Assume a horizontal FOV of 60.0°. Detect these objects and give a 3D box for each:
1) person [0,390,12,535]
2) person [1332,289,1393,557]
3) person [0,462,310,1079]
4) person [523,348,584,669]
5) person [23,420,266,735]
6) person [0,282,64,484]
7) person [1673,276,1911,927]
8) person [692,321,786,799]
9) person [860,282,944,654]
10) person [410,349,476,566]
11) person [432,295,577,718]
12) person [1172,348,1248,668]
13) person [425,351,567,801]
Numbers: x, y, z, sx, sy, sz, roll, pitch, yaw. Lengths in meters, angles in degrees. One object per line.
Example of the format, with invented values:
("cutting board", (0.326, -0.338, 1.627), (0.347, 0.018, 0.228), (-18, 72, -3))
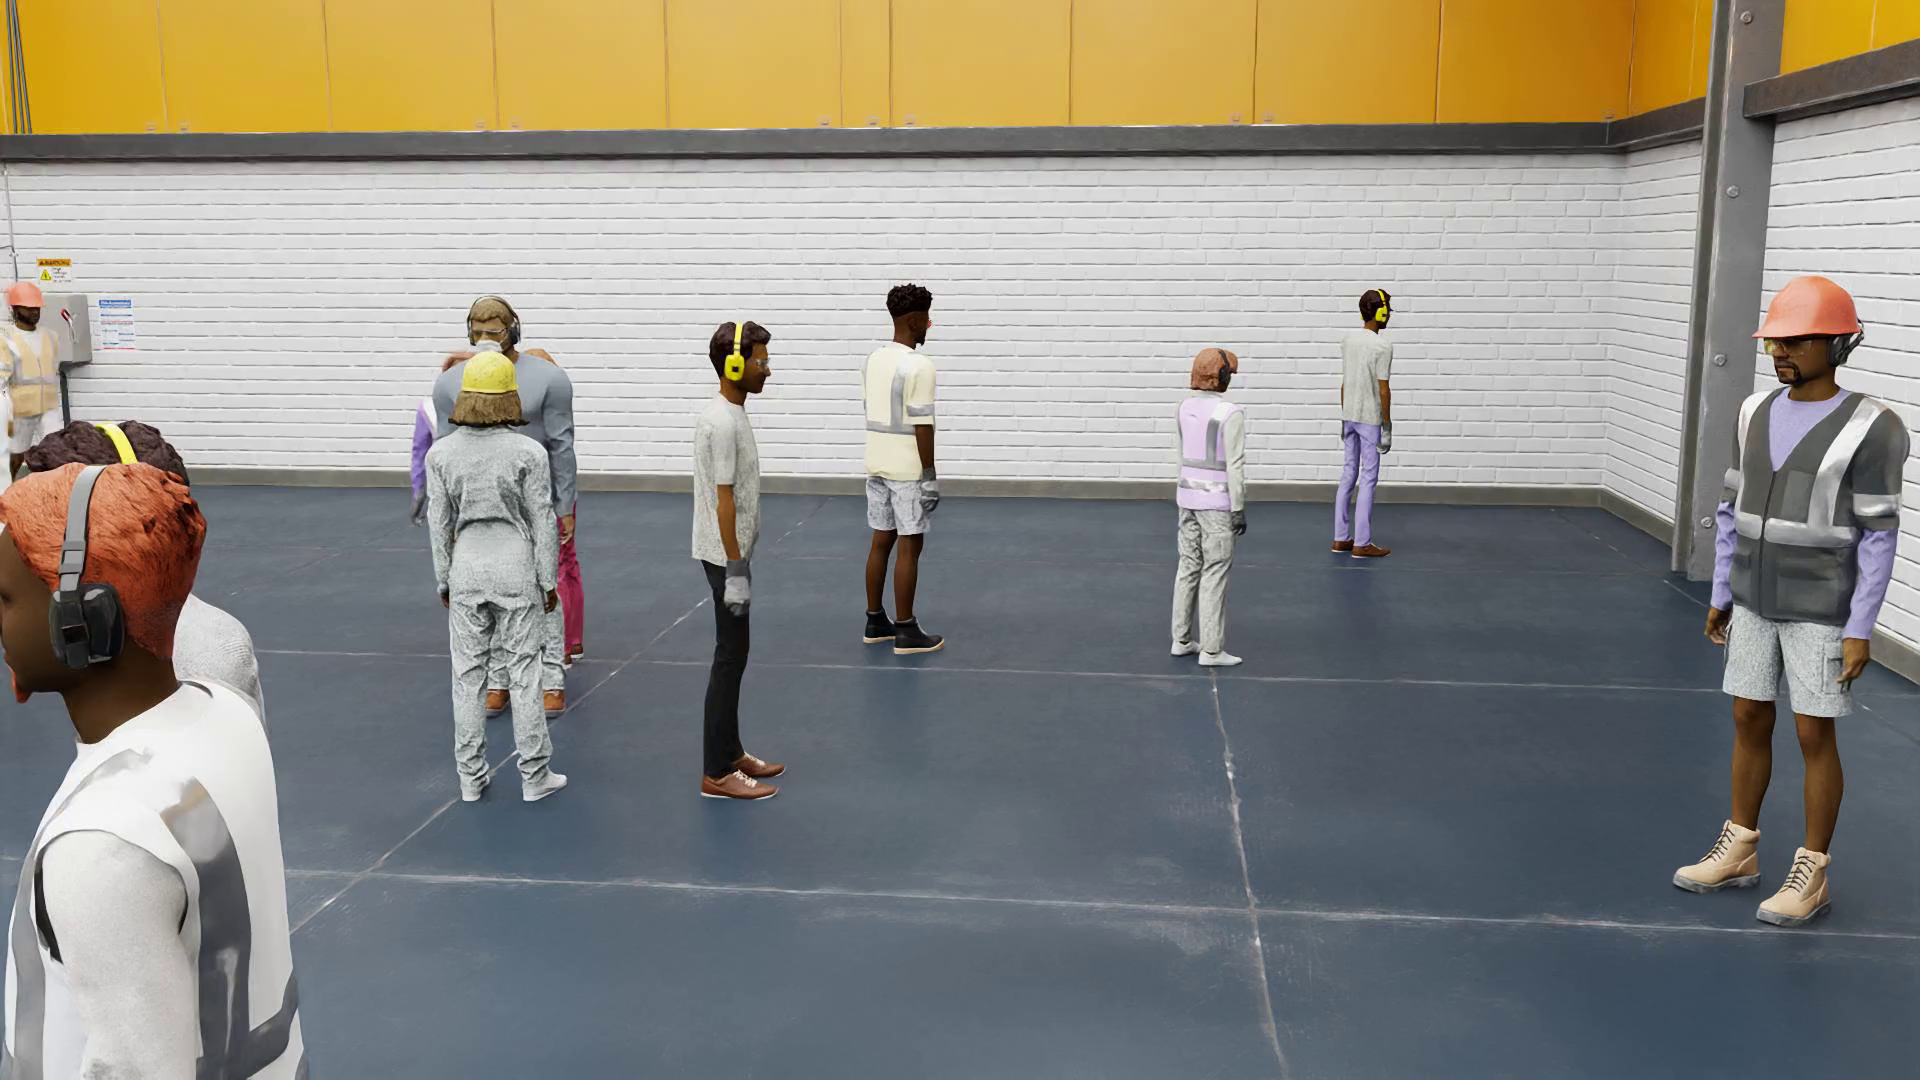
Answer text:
("person", (-4.455, -0.066, 7.287), (0.577, 1.869, 0.488), (-5, 11, -27))
("person", (2.820, -0.806, 11.562), (0.328, 1.861, 0.502), (-5, 11, -28))
("person", (-0.995, 0.837, 2.075), (0.355, 1.882, 0.576), (-3, 10, -15))
("person", (-2.098, -0.155, 8.465), (0.280, 1.633, 0.498), (1, 10, 7))
("person", (-1.315, 0.723, 2.802), (0.510, 1.861, 0.324), (9, 13, 42))
("person", (-7.102, -1.017, 12.677), (0.987, 1.892, 0.562), (6, 11, 29))
("person", (2.632, 0.196, 5.284), (0.375, 2.044, 0.605), (-5, 11, -25))
("person", (-0.865, 0.084, 6.474), (0.345, 1.857, 0.513), (-1, 10, -7))
("person", (-0.305, -0.381, 8.848), (0.385, 1.957, 0.603), (-7, 12, -34))
("person", (-2.633, -0.209, 8.867), (0.522, 1.634, 0.630), (0, 10, 2))
("person", (-2.060, -0.142, 7.566), (0.641, 1.927, 0.386), (0, 10, -3))
("person", (1.275, -0.165, 8.532), (0.310, 1.633, 0.515), (-5, 11, -28))
("person", (-1.785, 0.147, 6.421), (0.490, 1.744, 0.295), (0, 10, 3))
